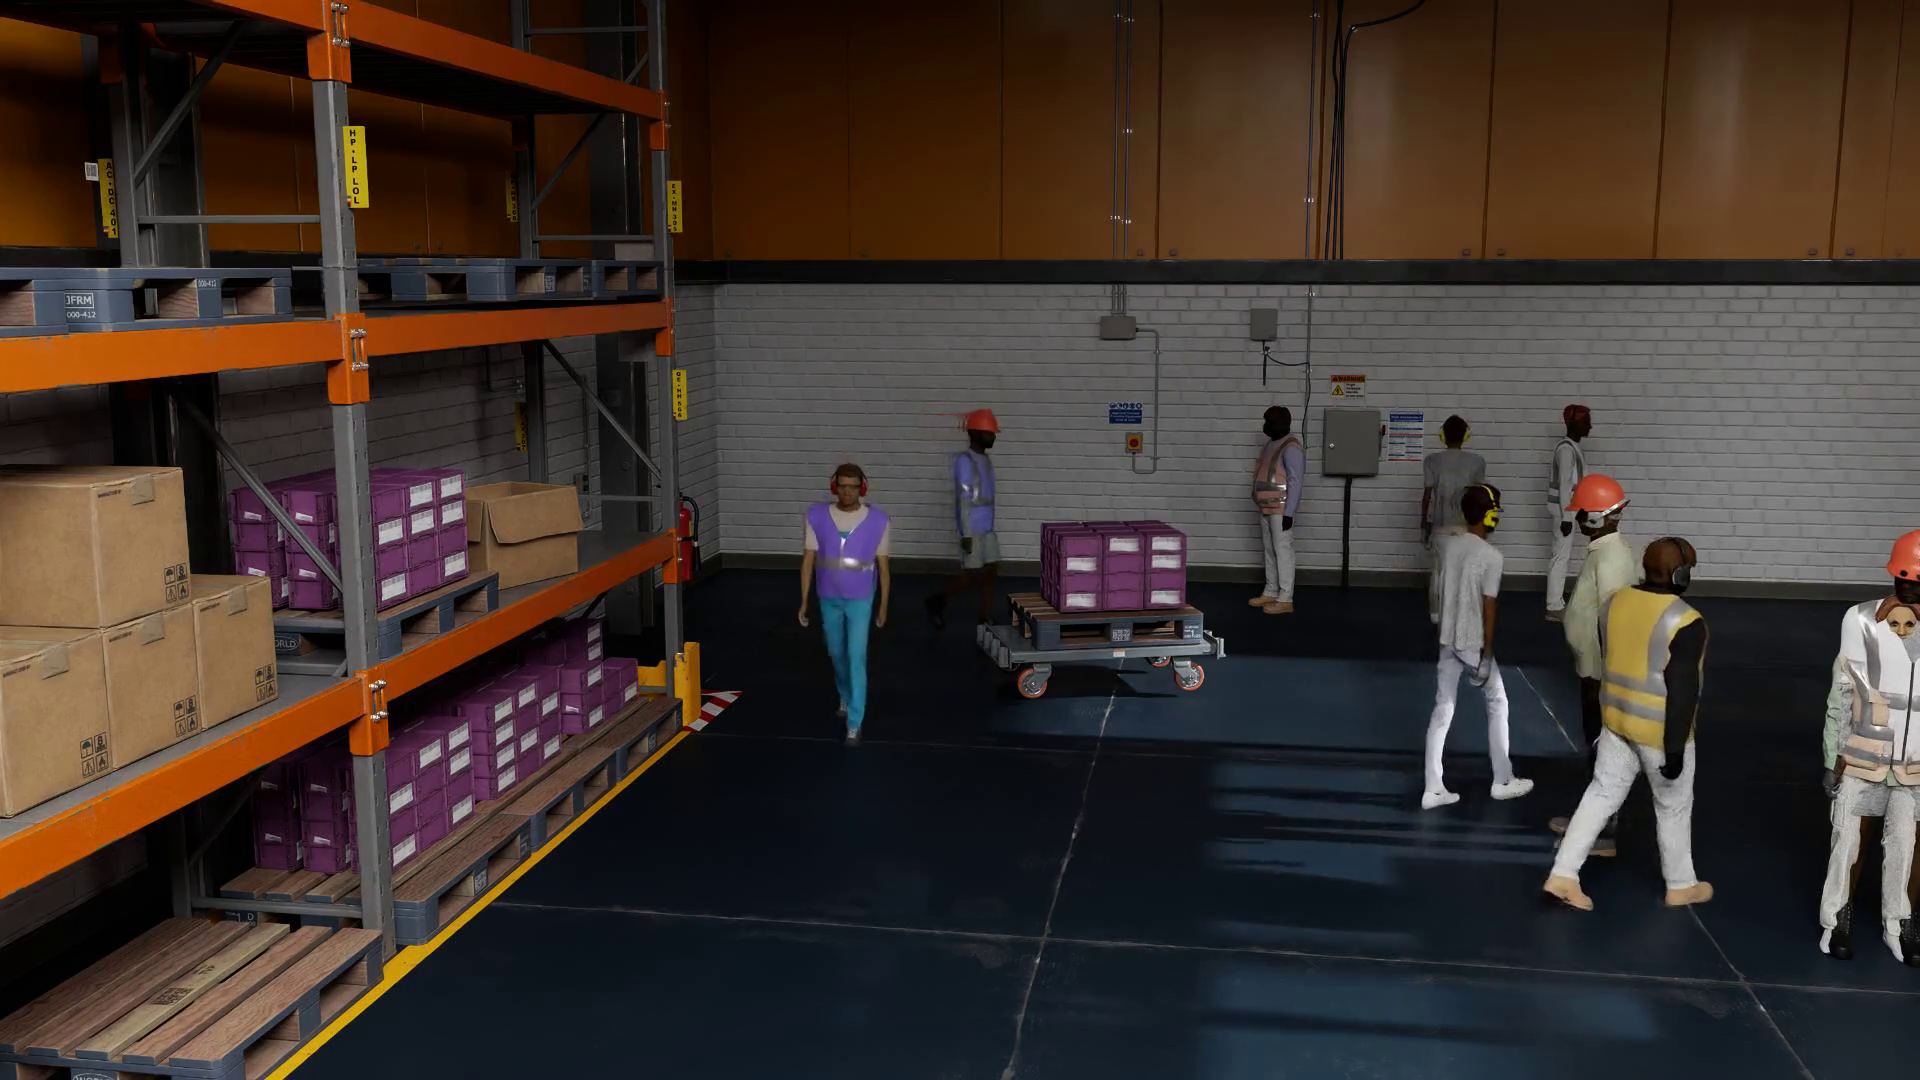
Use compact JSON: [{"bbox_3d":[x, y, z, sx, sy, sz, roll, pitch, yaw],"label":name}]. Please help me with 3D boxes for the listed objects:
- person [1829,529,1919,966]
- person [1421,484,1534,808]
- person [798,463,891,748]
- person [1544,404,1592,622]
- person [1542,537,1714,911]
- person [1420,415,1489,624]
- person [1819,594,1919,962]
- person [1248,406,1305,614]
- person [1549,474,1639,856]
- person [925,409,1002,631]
[{"bbox_3d":[4.107,0.904,7.258,0.545,1.933,0.376,3,10,20],"label":"person"},{"bbox_3d":[2.948,0.594,9.470,0.855,1.838,0.517,-6,11,-35],"label":"person"},{"bbox_3d":[-0.737,0.372,10.931,0.581,1.810,0.920,1,9,7],"label":"person"},{"bbox_3d":[5.268,-0.234,14.421,0.337,1.882,0.584,4,10,22],"label":"person"},{"bbox_3d":[3.183,0.876,7.826,0.916,1.804,0.638,-4,10,-23],"label":"person"},{"bbox_3d":[4.145,-0.123,13.932,0.541,1.826,0.941,3,10,19],"label":"person"},{"bbox_3d":[4.070,1.038,7.323,0.513,1.641,0.309,3,10,17],"label":"person"},{"bbox_3d":[2.807,-0.272,14.784,0.429,1.842,0.636,-2,9,-11],"label":"person"},{"bbox_3d":[3.305,0.648,8.657,0.391,1.989,0.610,3,10,20],"label":"person"},{"bbox_3d":[0.089,-0.125,13.655,0.661,1.916,0.557,5,10,28],"label":"person"}]
